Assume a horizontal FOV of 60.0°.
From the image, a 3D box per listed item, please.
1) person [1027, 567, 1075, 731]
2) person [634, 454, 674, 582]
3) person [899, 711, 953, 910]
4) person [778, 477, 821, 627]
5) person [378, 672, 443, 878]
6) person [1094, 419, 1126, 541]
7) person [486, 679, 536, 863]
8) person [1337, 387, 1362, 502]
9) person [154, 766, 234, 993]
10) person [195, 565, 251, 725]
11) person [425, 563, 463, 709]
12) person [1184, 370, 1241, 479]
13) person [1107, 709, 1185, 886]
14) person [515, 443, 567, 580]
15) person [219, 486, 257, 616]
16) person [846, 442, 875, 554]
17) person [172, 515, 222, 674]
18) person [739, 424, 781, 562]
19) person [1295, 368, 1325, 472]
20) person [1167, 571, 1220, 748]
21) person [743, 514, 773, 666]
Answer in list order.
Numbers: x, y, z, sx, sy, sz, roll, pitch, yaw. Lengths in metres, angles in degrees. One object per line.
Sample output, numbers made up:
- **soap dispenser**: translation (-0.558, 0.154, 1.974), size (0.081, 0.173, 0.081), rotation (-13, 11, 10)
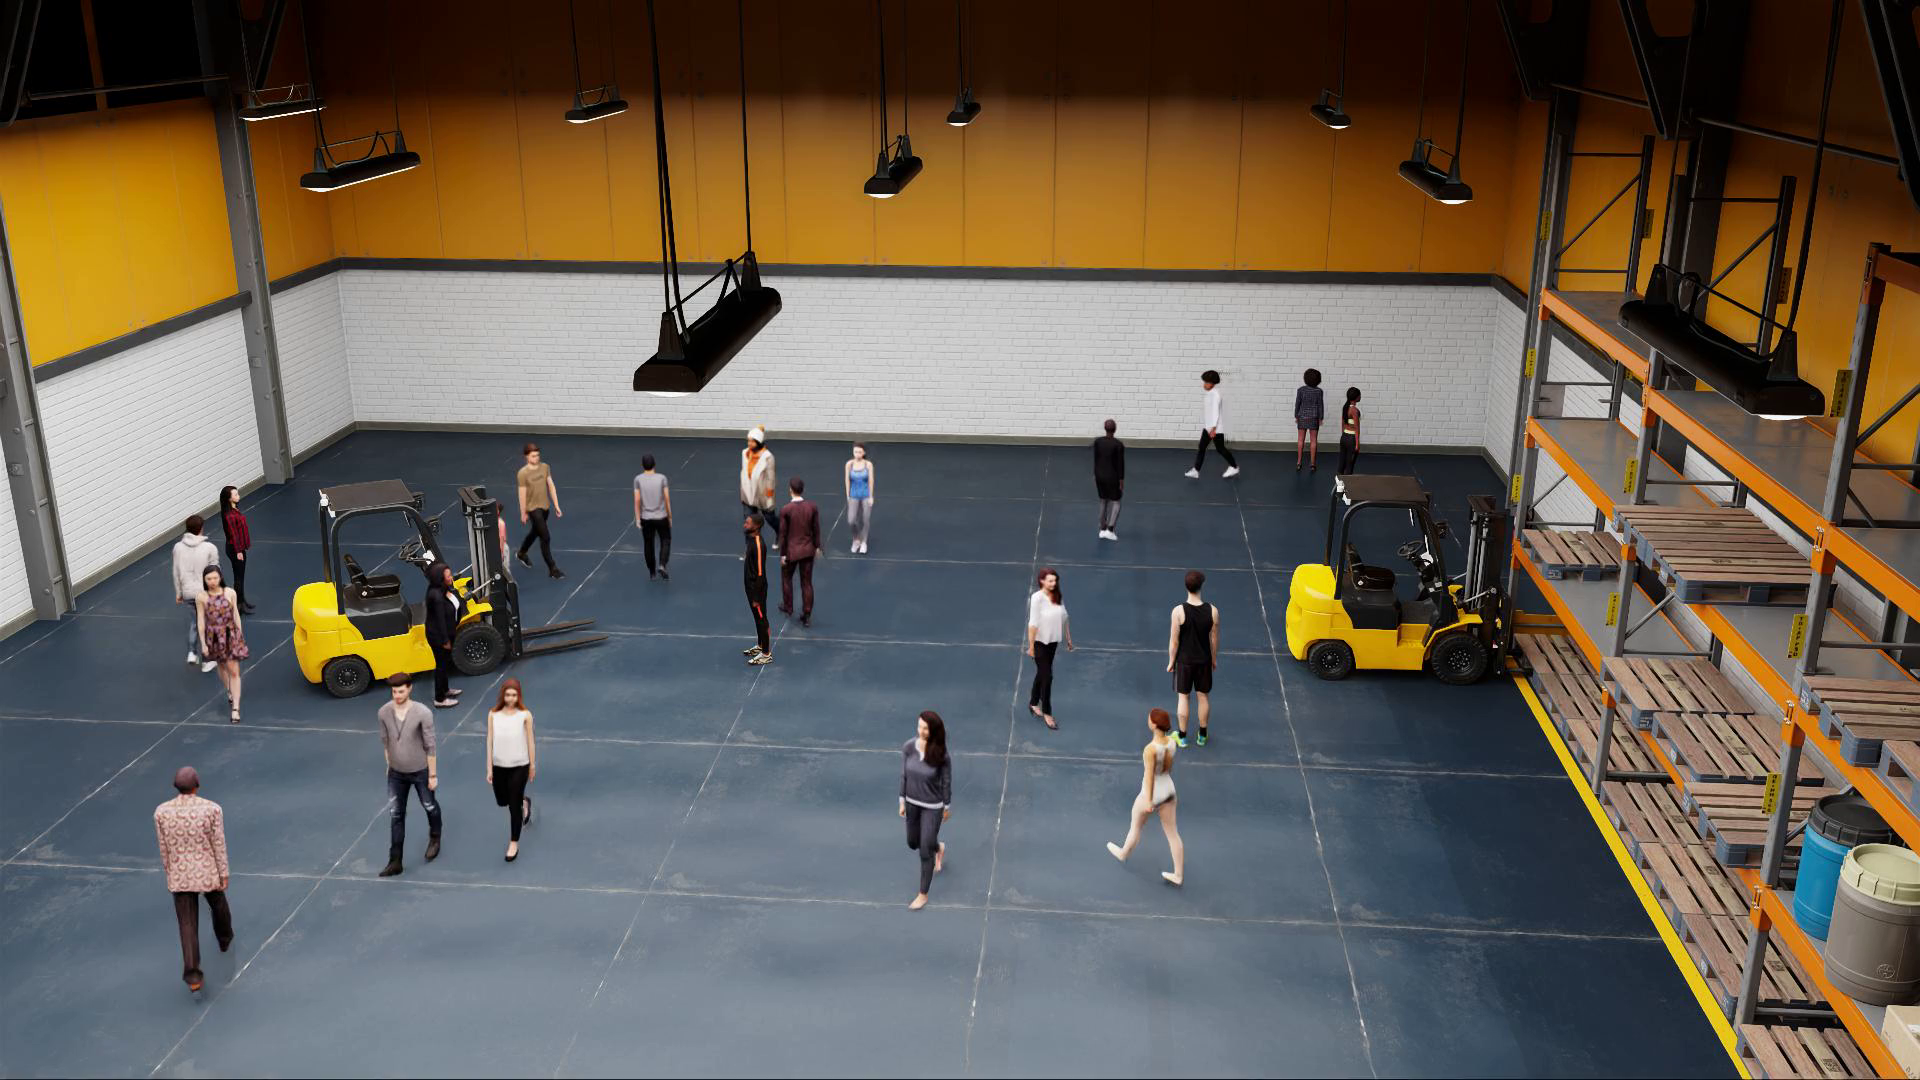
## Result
- **person**: translation (0.836, 1.107, 17.792), size (0.912, 1.776, 0.867), rotation (16, 24, 39)
- **person**: translation (-4.041, -0.273, 21.937), size (0.711, 1.746, 0.822), rotation (-2, 19, -5)
- **person**: translation (-0.279, 2.263, 14.400), size (0.858, 1.750, 1.106), rotation (9, 21, 25)
- **person**: translation (-1.958, 0.171, 20.471), size (0.976, 1.841, 1.087), rotation (-8, 20, -23)
- **person**: translation (-4.888, 2.020, 14.934), size (0.704, 1.871, 1.080), rotation (1, 19, 3)
- **person**: translation (2.084, -0.854, 23.643), size (0.805, 1.758, 0.860), rotation (11, 22, 30)
- **person**: translation (-4.072, 2.035, 15.160), size (0.597, 1.698, 0.941), rotation (2, 19, 7)
- **person**: translation (5.970, -1.489, 25.533), size (0.692, 1.755, 0.578), rotation (-6, 20, -18)
- **person**: translation (-6.043, 2.688, 13.100), size (1.008, 1.774, 1.317), rotation (-6, 20, -18)
- **person**: translation (-7.945, 1.089, 17.940), size (0.997, 1.716, 1.236), rotation (-9, 20, -24)
- **person**: translation (-5.698, 1.036, 18.263), size (0.766, 1.611, 0.658), rotation (-4, 19, -11)
- **person**: translation (4.125, -1.821, 26.498), size (1.030, 1.769, 1.197), rotation (-4, 19, -11)
- **person**: translation (1.800, 2.283, 14.578), size (1.017, 1.599, 1.062), rotation (-16, 24, -39)
- **person**: translation (-5.716, -0.411, 22.250), size (1.126, 1.808, 1.289), rotation (12, 22, 31)
- **person**: translation (-9.111, 0.118, 20.914), size (0.714, 1.658, 0.579), rotation (-6, 20, -17)
- **person**: translation (-1.367, -0.601, 23.145), size (0.556, 1.596, 0.564), rotation (2, 19, 5)
- **person**: translation (-8.748, 0.664, 19.027), size (0.694, 1.827, 0.765), rotation (-1, 19, -2)
- **person**: translation (-2.713, -0.683, 22.985), size (0.936, 1.855, 1.248), rotation (8, 20, 22)
- **person**: translation (5.664, -1.954, 27.004), size (0.667, 1.698, 0.619), rotation (6, 19, 16)
- **person**: translation (2.419, 1.234, 17.234), size (0.712, 1.892, 0.625), rotation (-2, 19, -5)
- **person**: translation (-2.362, 0.551, 19.394), size (0.752, 1.808, 0.591), rotation (-5, 19, -14)
